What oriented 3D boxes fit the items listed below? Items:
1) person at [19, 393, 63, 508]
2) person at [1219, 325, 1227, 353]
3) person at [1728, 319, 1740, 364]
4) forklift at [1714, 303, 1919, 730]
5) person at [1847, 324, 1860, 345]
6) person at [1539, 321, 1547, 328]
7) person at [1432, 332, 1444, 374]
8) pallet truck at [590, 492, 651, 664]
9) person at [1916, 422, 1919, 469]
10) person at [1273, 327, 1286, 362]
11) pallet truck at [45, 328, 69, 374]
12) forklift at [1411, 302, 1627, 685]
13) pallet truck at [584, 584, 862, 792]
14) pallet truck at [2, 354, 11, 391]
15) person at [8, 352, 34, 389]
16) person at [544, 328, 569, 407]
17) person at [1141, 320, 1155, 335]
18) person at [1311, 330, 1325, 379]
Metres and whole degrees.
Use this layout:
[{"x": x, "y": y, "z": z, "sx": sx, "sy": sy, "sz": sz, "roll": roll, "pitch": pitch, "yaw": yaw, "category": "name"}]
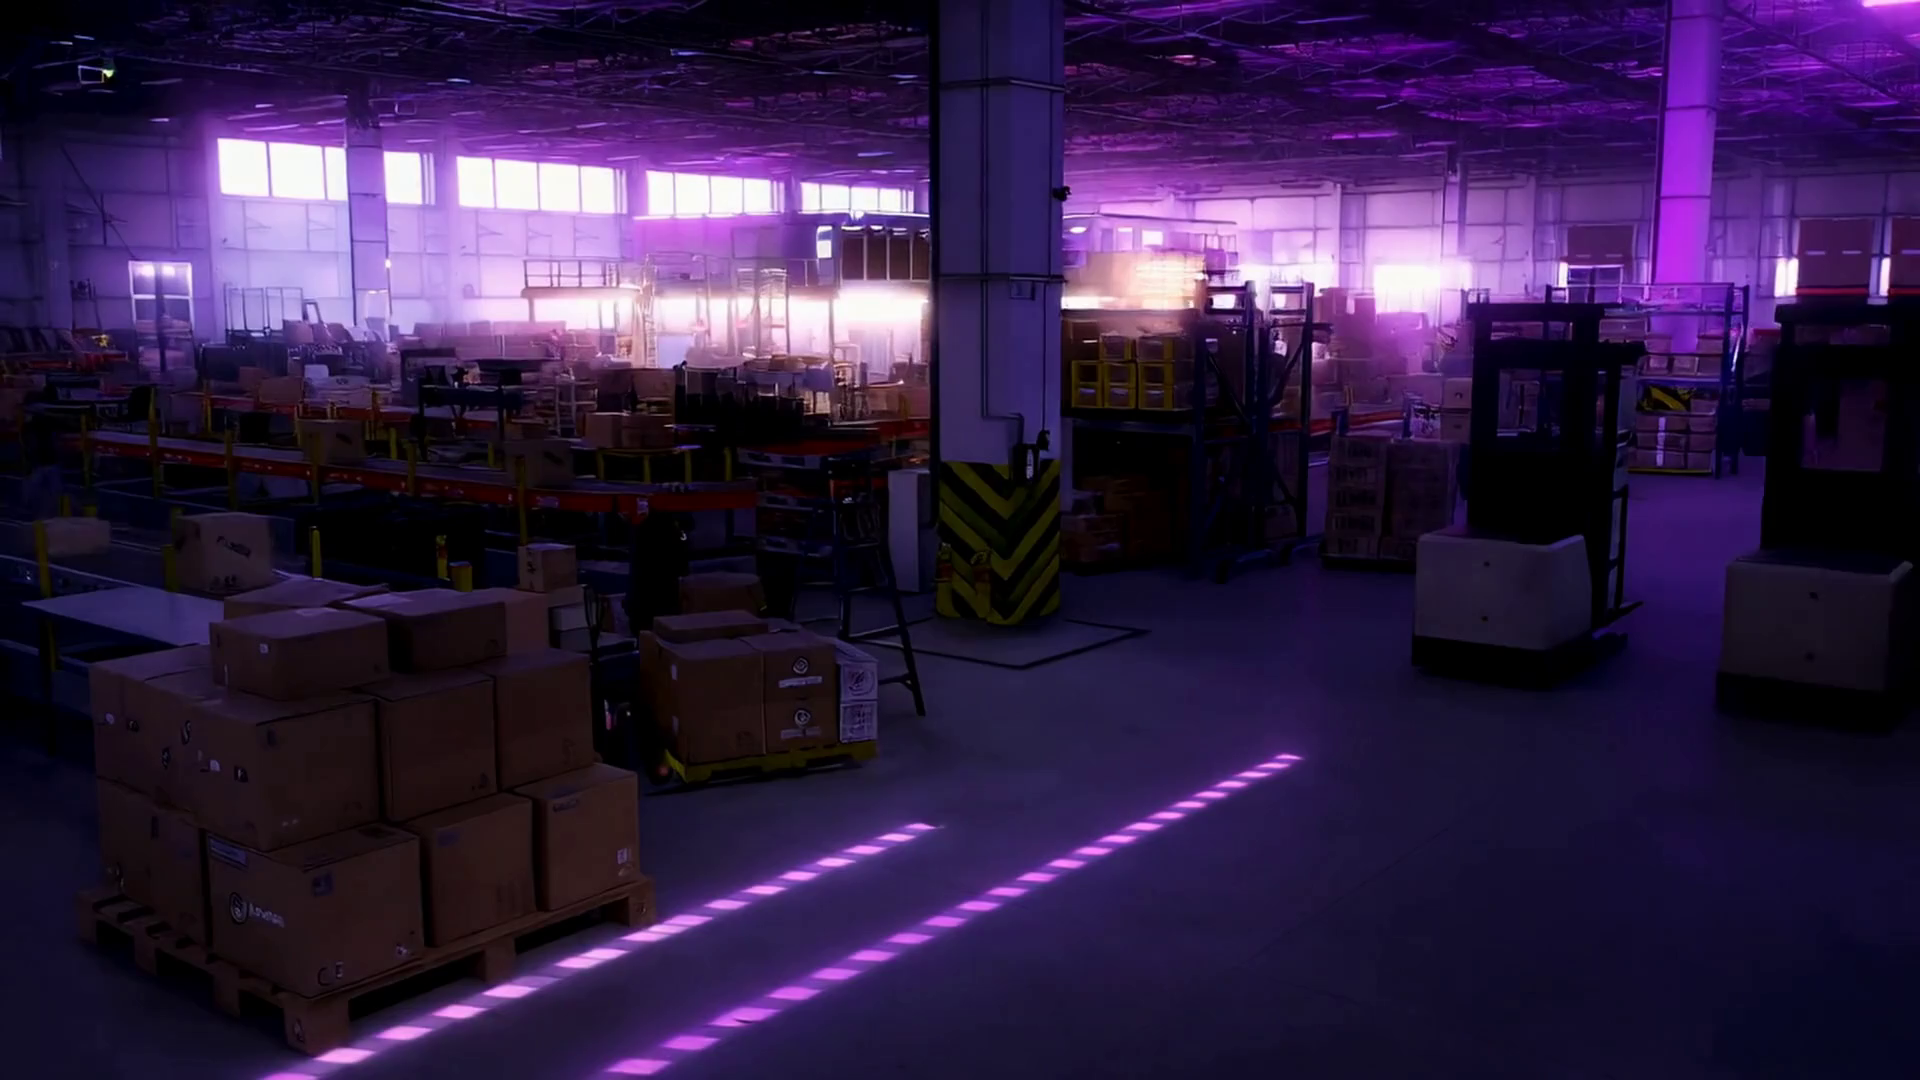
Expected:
[{"x": -10.918, "y": -0.892, "z": 19.814, "sx": 0.915, "sy": 1.723, "sz": 0.526, "roll": 4, "pitch": 9, "yaw": 25, "category": "person"}, {"x": 8.683, "y": -6.211, "z": 55.186, "sx": 0.546, "sy": 1.860, "sz": 0.380, "roll": 7, "pitch": 11, "yaw": 41, "category": "person"}, {"x": 29.597, "y": -7.510, "z": 63.811, "sx": 0.930, "sy": 1.896, "sz": 0.574, "roll": 0, "pitch": 8, "yaw": -1, "category": "person"}, {"x": 6.127, "y": -0.252, "z": 11.599, "sx": 1.129, "sy": 2.768, "sz": 1.873, "roll": 6, "pitch": 11, "yaw": 37, "category": "forklift"}, {"x": 34.416, "y": -7.565, "z": 64.240, "sx": 0.586, "sy": 1.887, "sz": 0.903, "roll": -4, "pitch": 9, "yaw": -23, "category": "person"}, {"x": 27.212, "y": -9.503, "z": 77.481, "sx": 0.640, "sy": 1.830, "sz": 0.579, "roll": -4, "pitch": 9, "yaw": -27, "category": "person"}, {"x": 14.020, "y": -5.218, "z": 48.817, "sx": 0.310, "sy": 1.769, "sz": 0.522, "roll": 4, "pitch": 10, "yaw": 28, "category": "person"}, {"x": -3.115, "y": 0.344, "z": 12.883, "sx": 0.653, "sy": 1.274, "sz": 1.630, "roll": 7, "pitch": 11, "yaw": 37, "category": "pallet truck"}, {"x": 15.667, "y": -2.164, "z": 27.455, "sx": 0.610, "sy": 1.996, "sz": 0.384, "roll": 4, "pitch": 9, "yaw": 24, "category": "person"}, {"x": 9.189, "y": -5.174, "z": 47.937, "sx": 0.372, "sy": 1.939, "sz": 0.544, "roll": 4, "pitch": 9, "yaw": 25, "category": "person"}, {"x": -23.775, "y": -4.544, "z": 43.495, "sx": 1.885, "sy": 1.965, "sz": 0.823, "roll": 6, "pitch": 10, "yaw": 35, "category": "pallet truck"}, {"x": 4.379, "y": -0.438, "z": 12.852, "sx": 1.129, "sy": 2.768, "sz": 1.873, "roll": 7, "pitch": 11, "yaw": 37, "category": "forklift"}, {"x": -1.426, "y": 0.805, "z": 10.019, "sx": 1.601, "sy": 1.201, "sz": 0.680, "roll": -4, "pitch": 9, "yaw": -26, "category": "pallet truck"}, {"x": -24.881, "y": -4.417, "z": 42.634, "sx": 1.885, "sy": 1.965, "sz": 0.823, "roll": 8, "pitch": 11, "yaw": 41, "category": "pallet truck"}, {"x": -22.577, "y": -3.938, "z": 39.893, "sx": 0.647, "sy": 1.856, "sz": 0.989, "roll": 0, "pitch": 8, "yaw": 3, "category": "person"}, {"x": -10.276, "y": -4.386, "z": 42.372, "sx": 0.618, "sy": 2.011, "sz": 0.771, "roll": -2, "pitch": 9, "yaw": -12, "category": "person"}, {"x": 6.833, "y": -7.014, "z": 60.419, "sx": 0.627, "sy": 1.909, "sz": 0.987, "roll": -2, "pitch": 9, "yaw": -12, "category": "person"}, {"x": 9.379, "y": -4.577, "z": 43.915, "sx": 0.370, "sy": 1.939, "sz": 0.543, "roll": 8, "pitch": 11, "yaw": 43, "category": "person"}]
